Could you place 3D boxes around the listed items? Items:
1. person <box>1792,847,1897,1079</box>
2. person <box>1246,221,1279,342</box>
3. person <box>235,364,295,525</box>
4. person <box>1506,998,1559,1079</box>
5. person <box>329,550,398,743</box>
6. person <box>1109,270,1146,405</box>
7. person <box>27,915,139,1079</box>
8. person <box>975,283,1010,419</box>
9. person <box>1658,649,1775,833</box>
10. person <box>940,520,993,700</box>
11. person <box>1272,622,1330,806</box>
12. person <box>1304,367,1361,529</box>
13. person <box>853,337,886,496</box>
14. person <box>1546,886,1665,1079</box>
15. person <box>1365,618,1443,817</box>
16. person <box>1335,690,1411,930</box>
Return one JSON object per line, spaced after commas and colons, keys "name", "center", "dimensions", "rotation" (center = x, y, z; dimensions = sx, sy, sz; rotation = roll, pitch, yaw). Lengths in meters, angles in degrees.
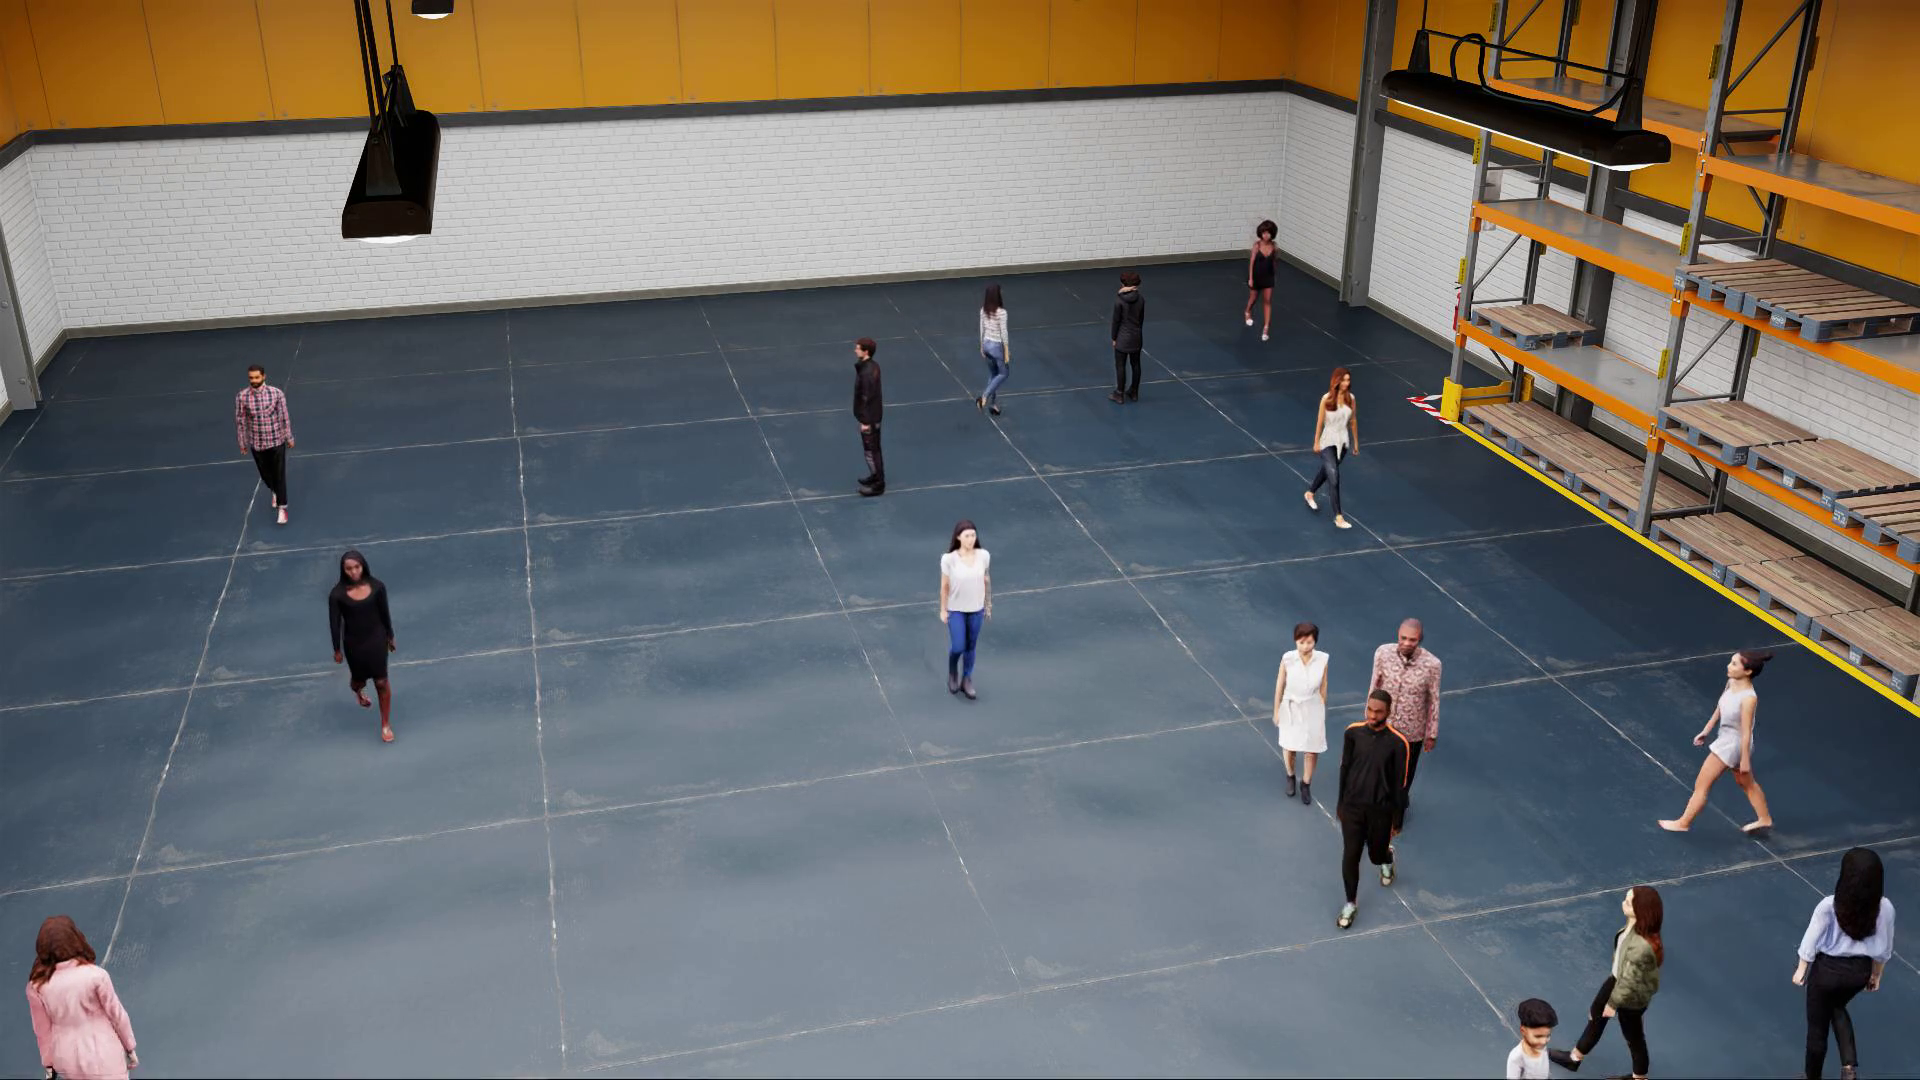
{"name": "person", "center": [5.239, 2.640, 9.829], "dimensions": [0.734, 1.736, 0.784], "rotation": [-2, 24, -5]}
{"name": "person", "center": [4.478, -3.894, 24.760], "dimensions": [0.794, 1.749, 1.186], "rotation": [-2, 24, -4]}
{"name": "person", "center": [-7.669, -1.123, 18.419], "dimensions": [0.697, 1.750, 1.092], "rotation": [-6, 24, -13]}
{"name": "person", "center": [3.142, 3.112, 9.346], "dimensions": [0.564, 1.258, 0.599], "rotation": [-19, 30, -37]}
{"name": "person", "center": [-5.010, 0.849, 13.973], "dimensions": [0.808, 1.699, 1.015], "rotation": [-15, 28, -30]}
{"name": "person", "center": [2.238, -2.686, 21.962], "dimensions": [0.641, 1.775, 0.619], "rotation": [-10, 25, -21]}
{"name": "person", "center": [-4.809, 2.916, 9.143], "dimensions": [0.637, 1.779, 1.055], "rotation": [-5, 24, -12]}
{"name": "person", "center": [0.389, -2.376, 21.247], "dimensions": [0.832, 1.780, 0.865], "rotation": [20, 31, 38]}
{"name": "person", "center": [5.907, 1.552, 12.525], "dimensions": [0.960, 1.571, 1.071], "rotation": [6, 24, 12]}
{"name": "person", "center": [0.008, 0.590, 14.589], "dimensions": [0.654, 1.679, 0.646], "rotation": [-9, 25, -21]}
{"name": "person", "center": [2.686, 1.308, 13.117], "dimensions": [0.692, 1.541, 0.723], "rotation": [3, 24, 7]}
{"name": "person", "center": [4.050, -1.052, 18.271], "dimensions": [0.674, 1.738, 1.183], "rotation": [-8, 25, -19]}
{"name": "person", "center": [-1.023, -1.428, 19.006], "dimensions": [0.813, 1.838, 0.585], "rotation": [-2, 24, -4]}
{"name": "person", "center": [4.092, 2.723, 9.989], "dimensions": [0.902, 1.456, 0.902], "rotation": [6, 24, 14]}
{"name": "person", "center": [3.373, 1.368, 12.673], "dimensions": [0.965, 1.788, 1.037], "rotation": [9, 25, 19]}
{"name": "person", "center": [2.890, 1.823, 11.626], "dimensions": [1.006, 1.793, 1.063], "rotation": [13, 27, 28]}
